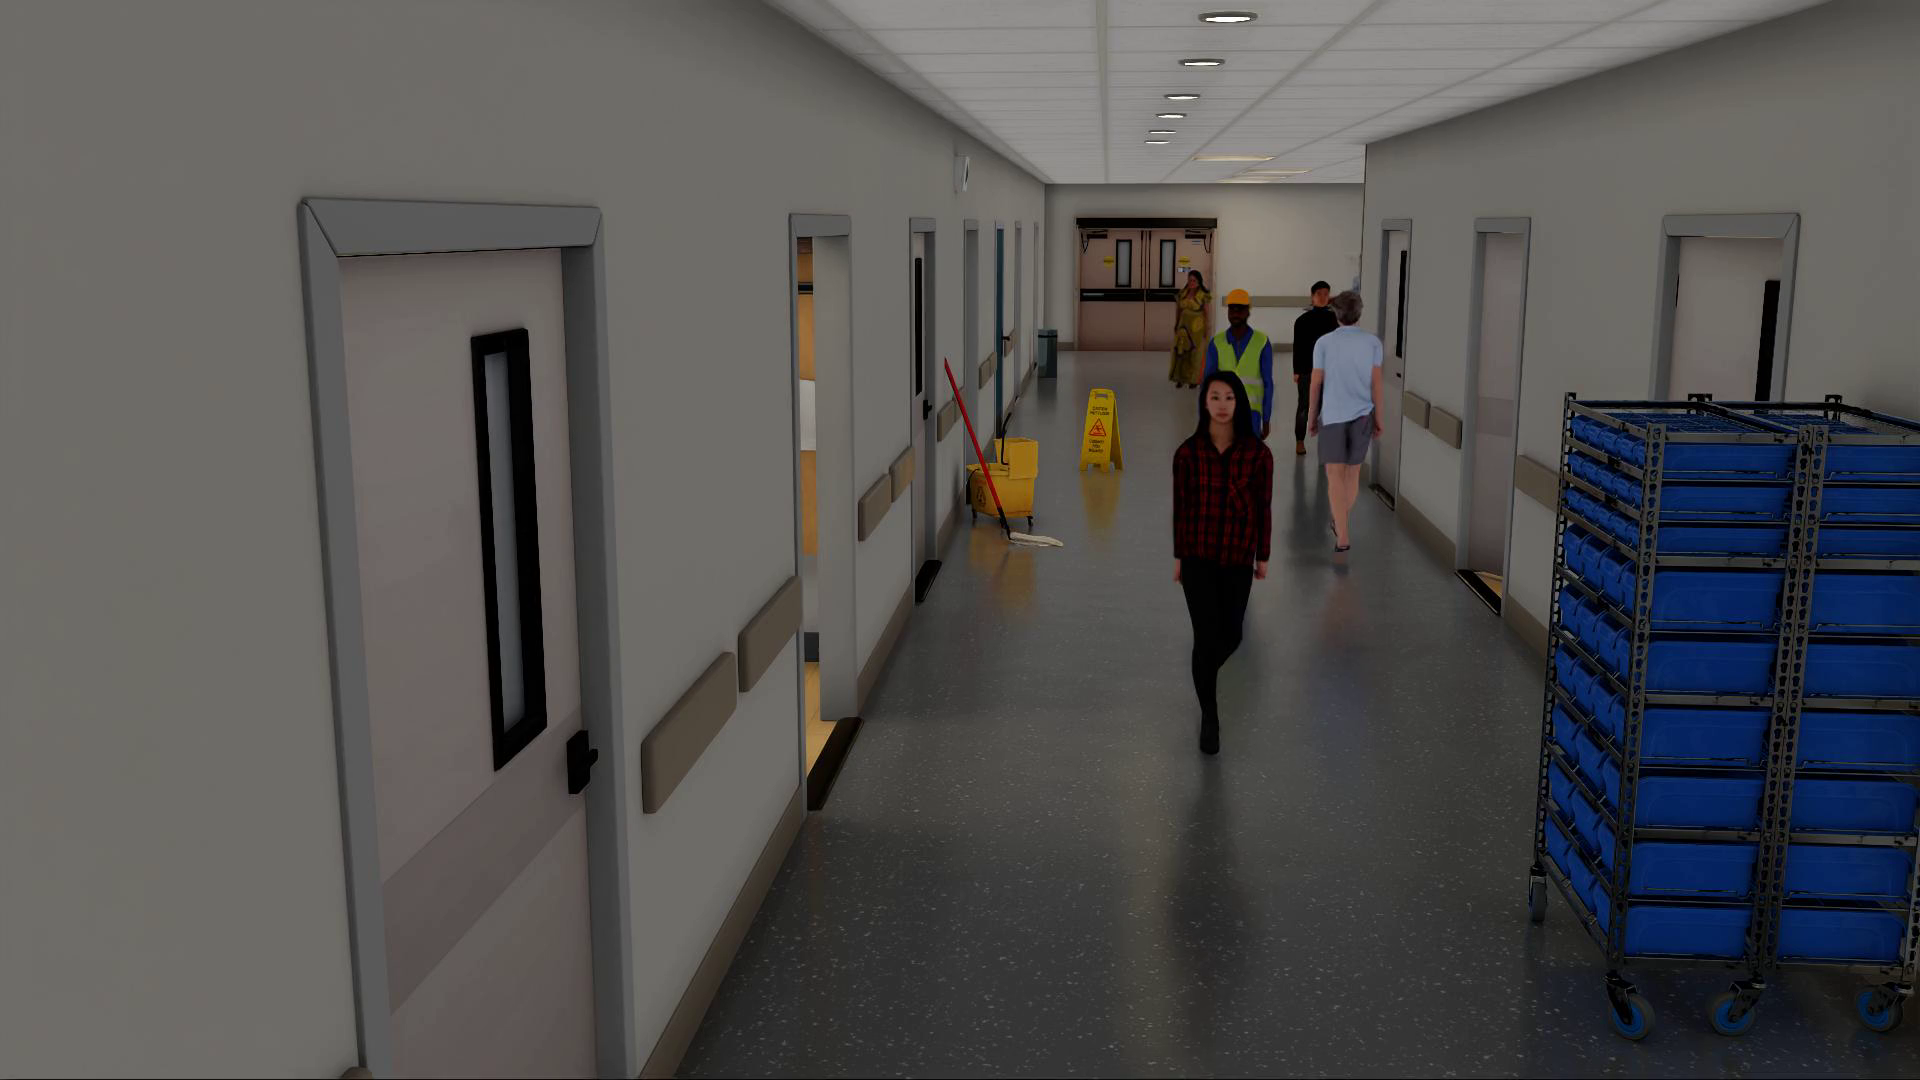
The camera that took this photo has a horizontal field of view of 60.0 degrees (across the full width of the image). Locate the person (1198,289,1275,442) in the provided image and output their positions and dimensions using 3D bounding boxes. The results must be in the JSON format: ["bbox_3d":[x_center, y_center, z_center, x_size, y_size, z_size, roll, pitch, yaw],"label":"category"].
[{"bbox_3d":[2.025,-0.899,12.125,0.857,1.777,1.249,3,11,17],"label":"person"}]

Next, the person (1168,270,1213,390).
[{"bbox_3d":[3.243,-2.914,23.121,0.897,1.636,1.120,4,12,21],"label":"person"}]

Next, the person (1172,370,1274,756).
[{"bbox_3d":[1.131,0.078,7.354,0.604,1.637,0.969,1,11,3],"label":"person"}]

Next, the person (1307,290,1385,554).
[{"bbox_3d":[2.660,-0.771,11.450,0.673,1.777,1.197,1,11,4],"label":"person"}]

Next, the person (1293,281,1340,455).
[{"bbox_3d":[3.558,-1.717,16.586,0.648,1.720,0.531,0,11,1],"label":"person"}]
